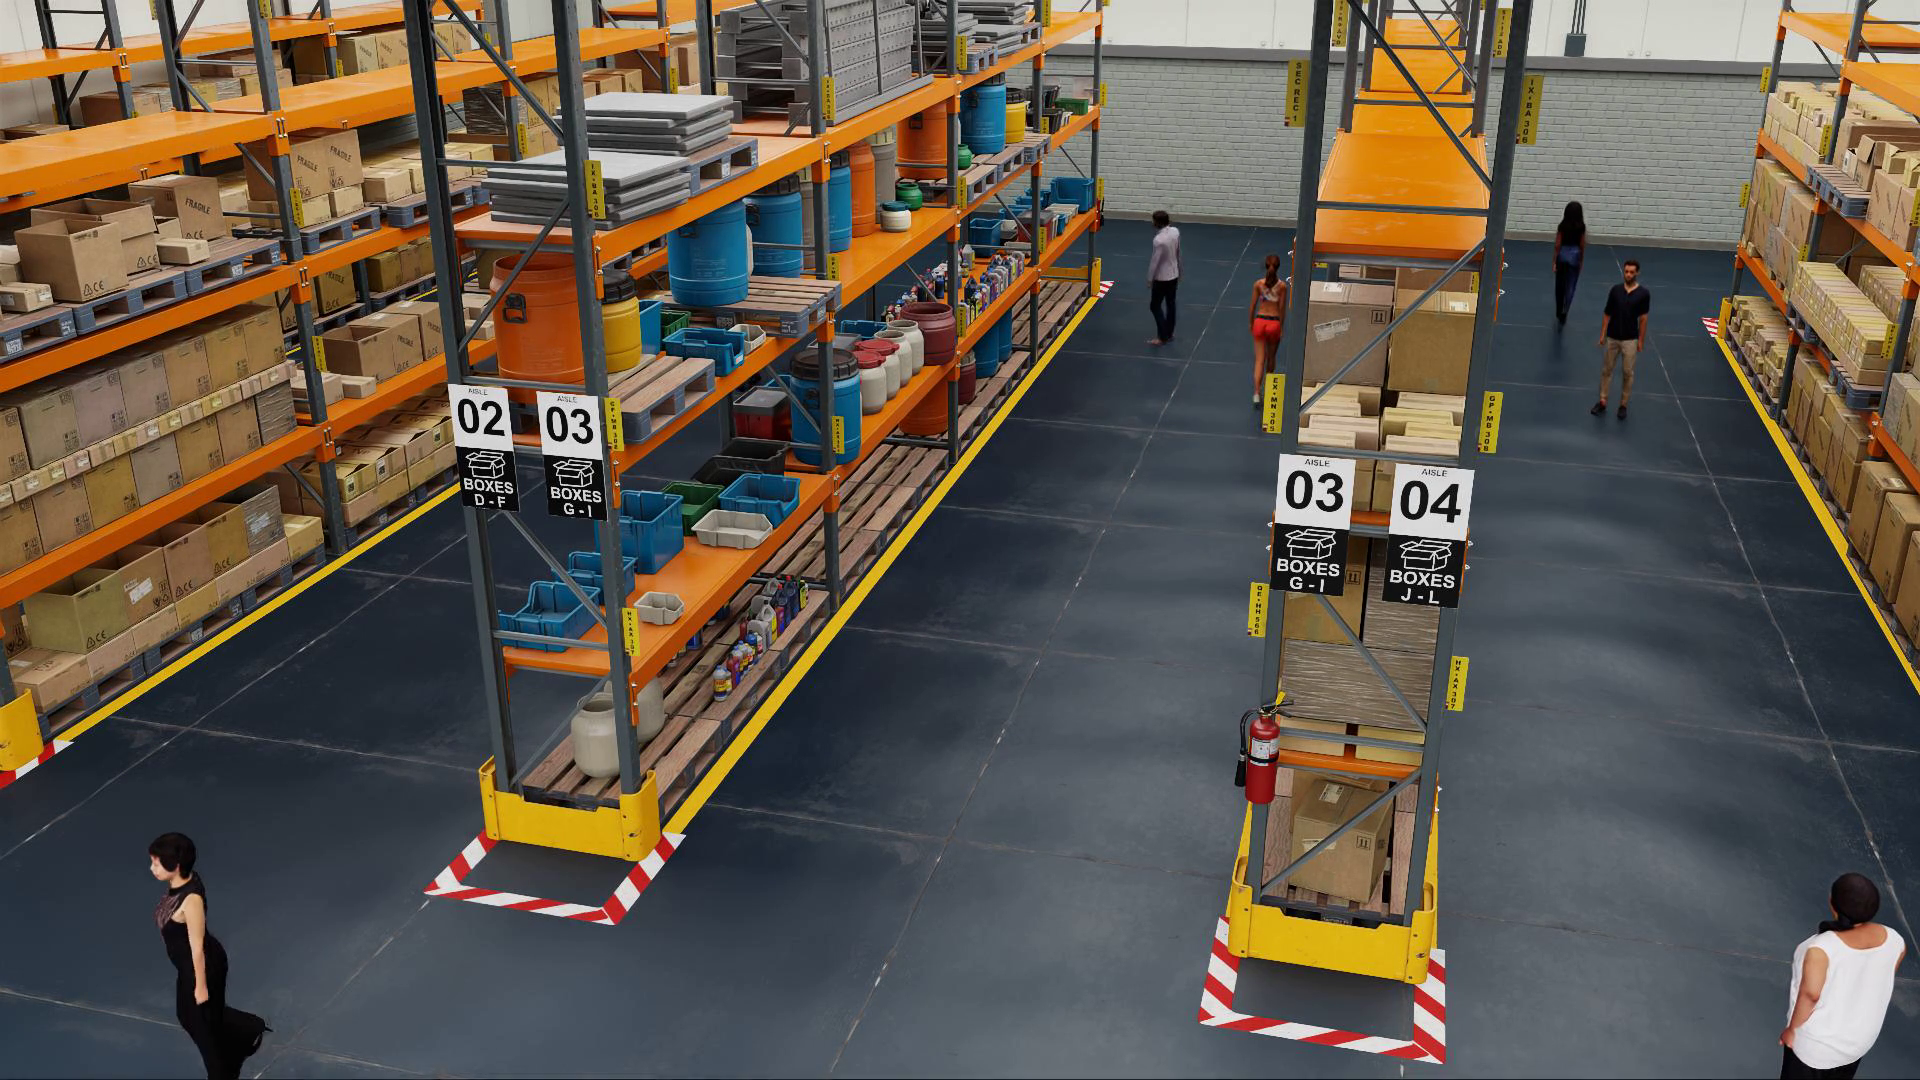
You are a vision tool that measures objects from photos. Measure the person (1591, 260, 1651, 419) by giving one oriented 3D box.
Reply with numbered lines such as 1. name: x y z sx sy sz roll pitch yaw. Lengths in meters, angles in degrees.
1. person: 7.756 -2.368 19.468 0.708 1.859 0.648 15 26 32

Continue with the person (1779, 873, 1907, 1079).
1. person: 4.246 2.356 8.144 0.751 1.687 0.760 -5 23 -11

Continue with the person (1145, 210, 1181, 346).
1. person: 2.802 -3.565 22.450 0.800 1.816 0.972 -12 25 -27

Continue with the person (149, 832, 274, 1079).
1. person: -3.875 2.201 8.649 0.831 1.592 0.764 -16 27 -34

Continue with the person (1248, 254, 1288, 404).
1. person: 3.654 -2.478 19.894 0.585 1.739 1.152 6 23 13

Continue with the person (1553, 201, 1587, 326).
1. person: 8.517 -3.840 23.262 0.627 1.712 1.144 7 23 18
